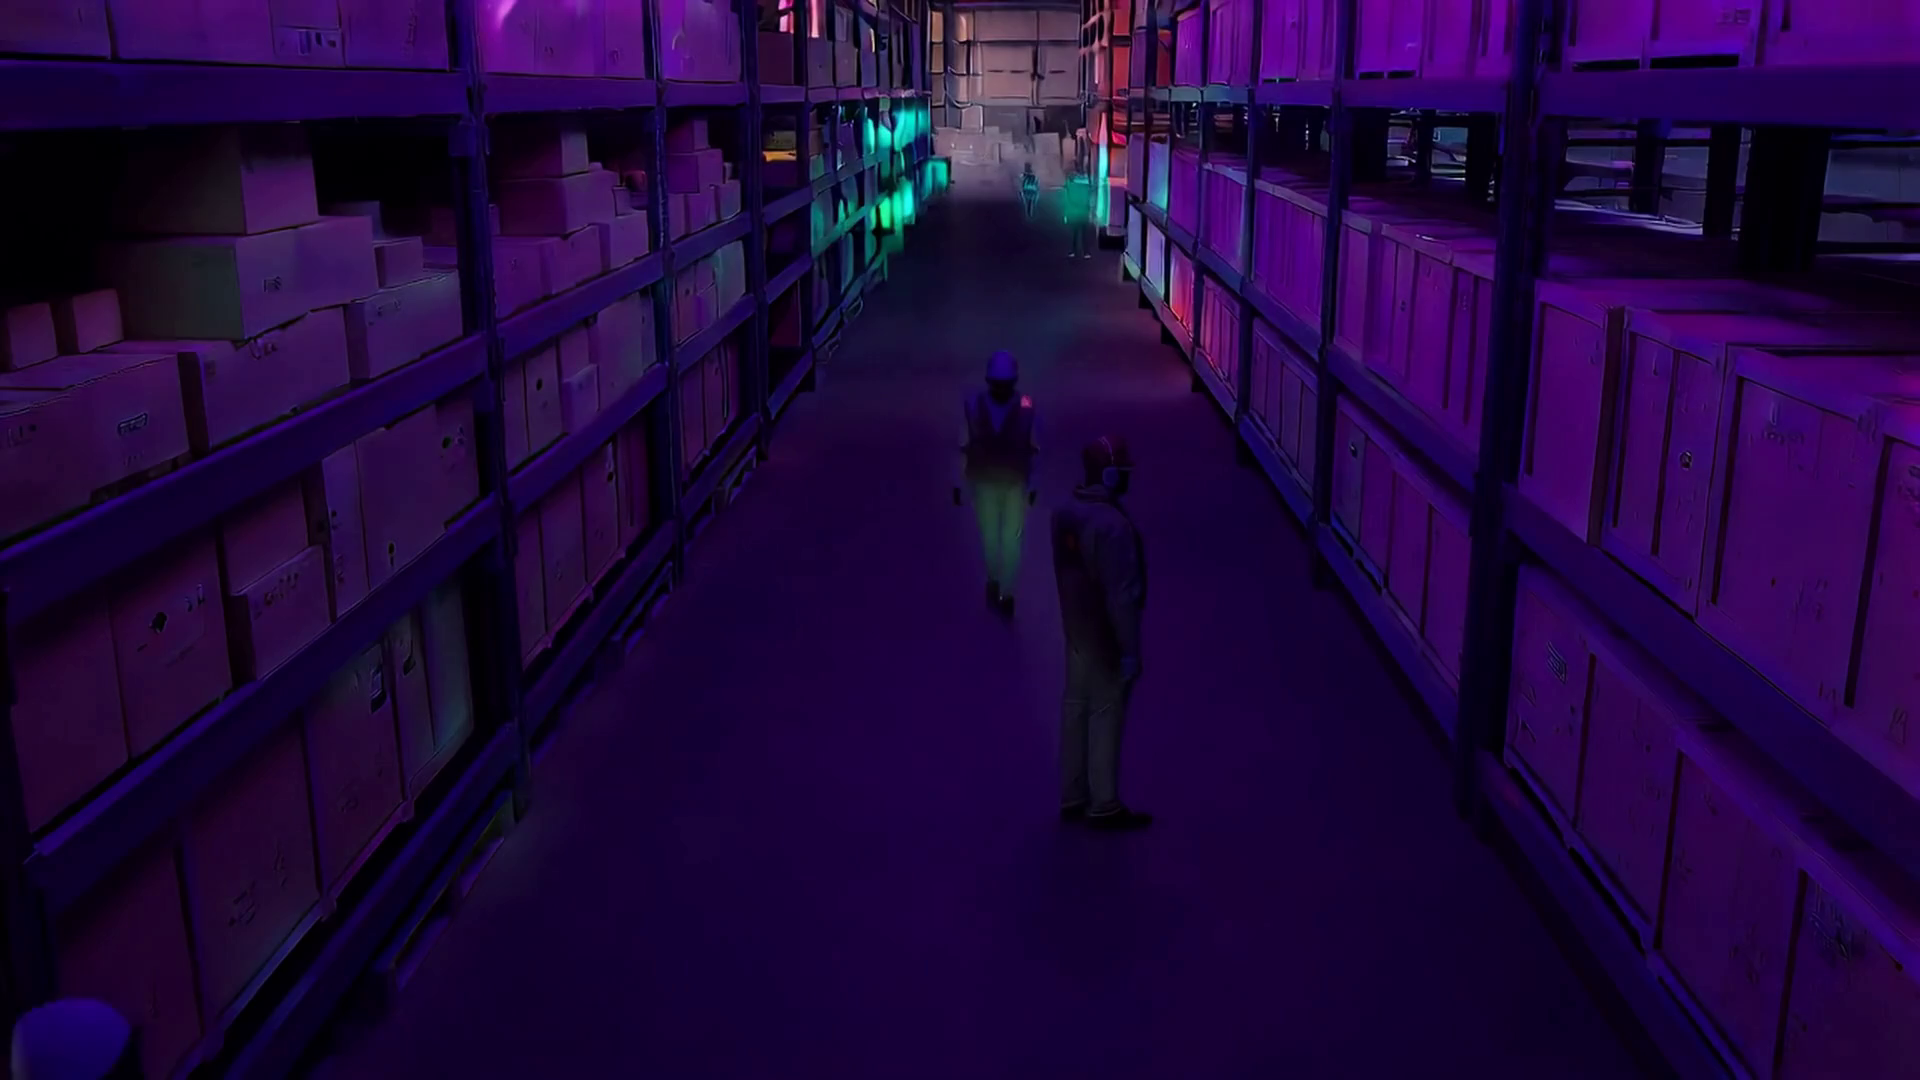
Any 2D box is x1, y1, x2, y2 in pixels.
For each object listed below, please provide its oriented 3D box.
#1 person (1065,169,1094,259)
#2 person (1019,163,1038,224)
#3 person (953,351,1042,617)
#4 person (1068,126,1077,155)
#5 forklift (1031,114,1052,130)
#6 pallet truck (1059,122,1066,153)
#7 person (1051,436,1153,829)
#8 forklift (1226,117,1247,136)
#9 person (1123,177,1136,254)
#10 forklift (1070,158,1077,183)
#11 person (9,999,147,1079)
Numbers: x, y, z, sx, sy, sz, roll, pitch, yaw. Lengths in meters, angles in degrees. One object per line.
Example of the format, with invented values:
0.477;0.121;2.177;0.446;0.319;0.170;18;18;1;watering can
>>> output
2.540;-6.964;35.585;0.636;1.900;0.396;6;16;22;person
1.855;-9.375;45.029;0.514;1.640;0.310;-2;15;-6;person
0.247;-0.393;11.329;0.592;1.782;0.923;2;15;9;person
5.633;-19.640;82.799;0.567;1.860;0.824;7;17;26;person
3.455;-17.017;71.107;1.129;2.768;1.873;0;15;2;forklift
5.788;-21.111;88.014;1.885;1.965;0.823;5;16;18;pallet truck
0.694;0.441;7.999;0.409;1.909;0.642;-7;17;-25;person
7.818;-10.305;46.131;1.129;2.768;1.873;0;15;2;forklift
3.827;-7.008;35.901;0.620;1.814;0.667;6;16;20;person
5.113;-14.440;61.520;1.873;2.768;1.129;10;18;33;forklift
-1.674;1.761;3.426;0.741;1.713;0.600;-12;19;-39;person
